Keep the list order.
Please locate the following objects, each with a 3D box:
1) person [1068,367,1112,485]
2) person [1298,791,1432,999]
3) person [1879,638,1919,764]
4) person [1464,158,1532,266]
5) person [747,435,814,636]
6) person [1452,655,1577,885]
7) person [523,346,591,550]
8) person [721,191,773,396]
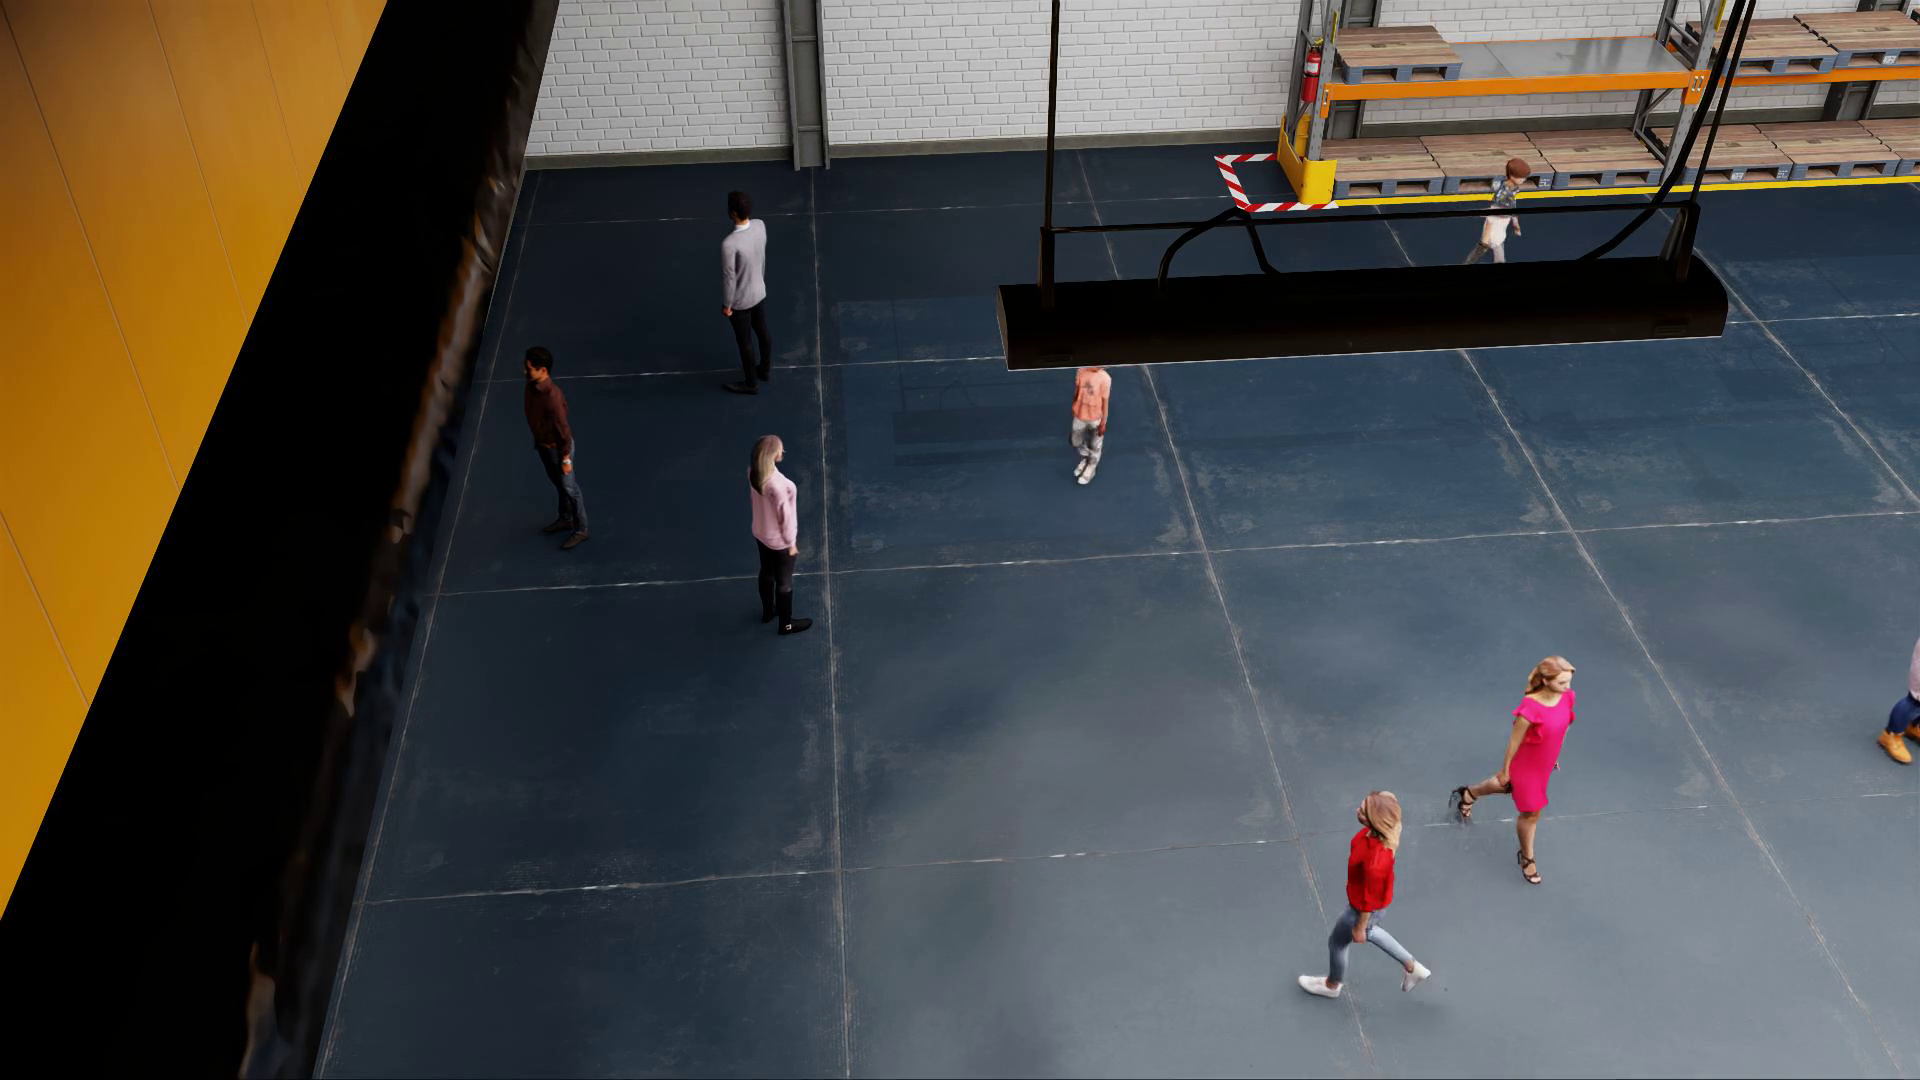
[{"bbox_3d":[1.101,-1.071,13.618,0.596,1.304,0.663,24,45,27],"label":"person"},{"bbox_3d":[2.371,2.061,9.388,1.051,1.688,0.854,11,40,13],"label":"person"},{"bbox_3d":[6.537,0.744,10.992,0.705,1.744,0.831,-18,42,-21],"label":"person"},{"bbox_3d":[5.079,-3.014,15.968,0.994,1.405,0.857,16,41,20],"label":"person"},{"bbox_3d":[-1.352,-0.041,12.021,0.707,1.686,0.686,-25,45,-28],"label":"person"},{"bbox_3d":[3.469,1.321,10.313,1.037,1.689,0.957,-23,44,-26],"label":"person"},{"bbox_3d":[-3.112,-0.730,12.808,0.719,1.781,0.716,-27,46,-29],"label":"person"},{"bbox_3d":[-1.857,-2.158,14.482,0.843,1.923,0.839,18,42,21],"label":"person"}]
